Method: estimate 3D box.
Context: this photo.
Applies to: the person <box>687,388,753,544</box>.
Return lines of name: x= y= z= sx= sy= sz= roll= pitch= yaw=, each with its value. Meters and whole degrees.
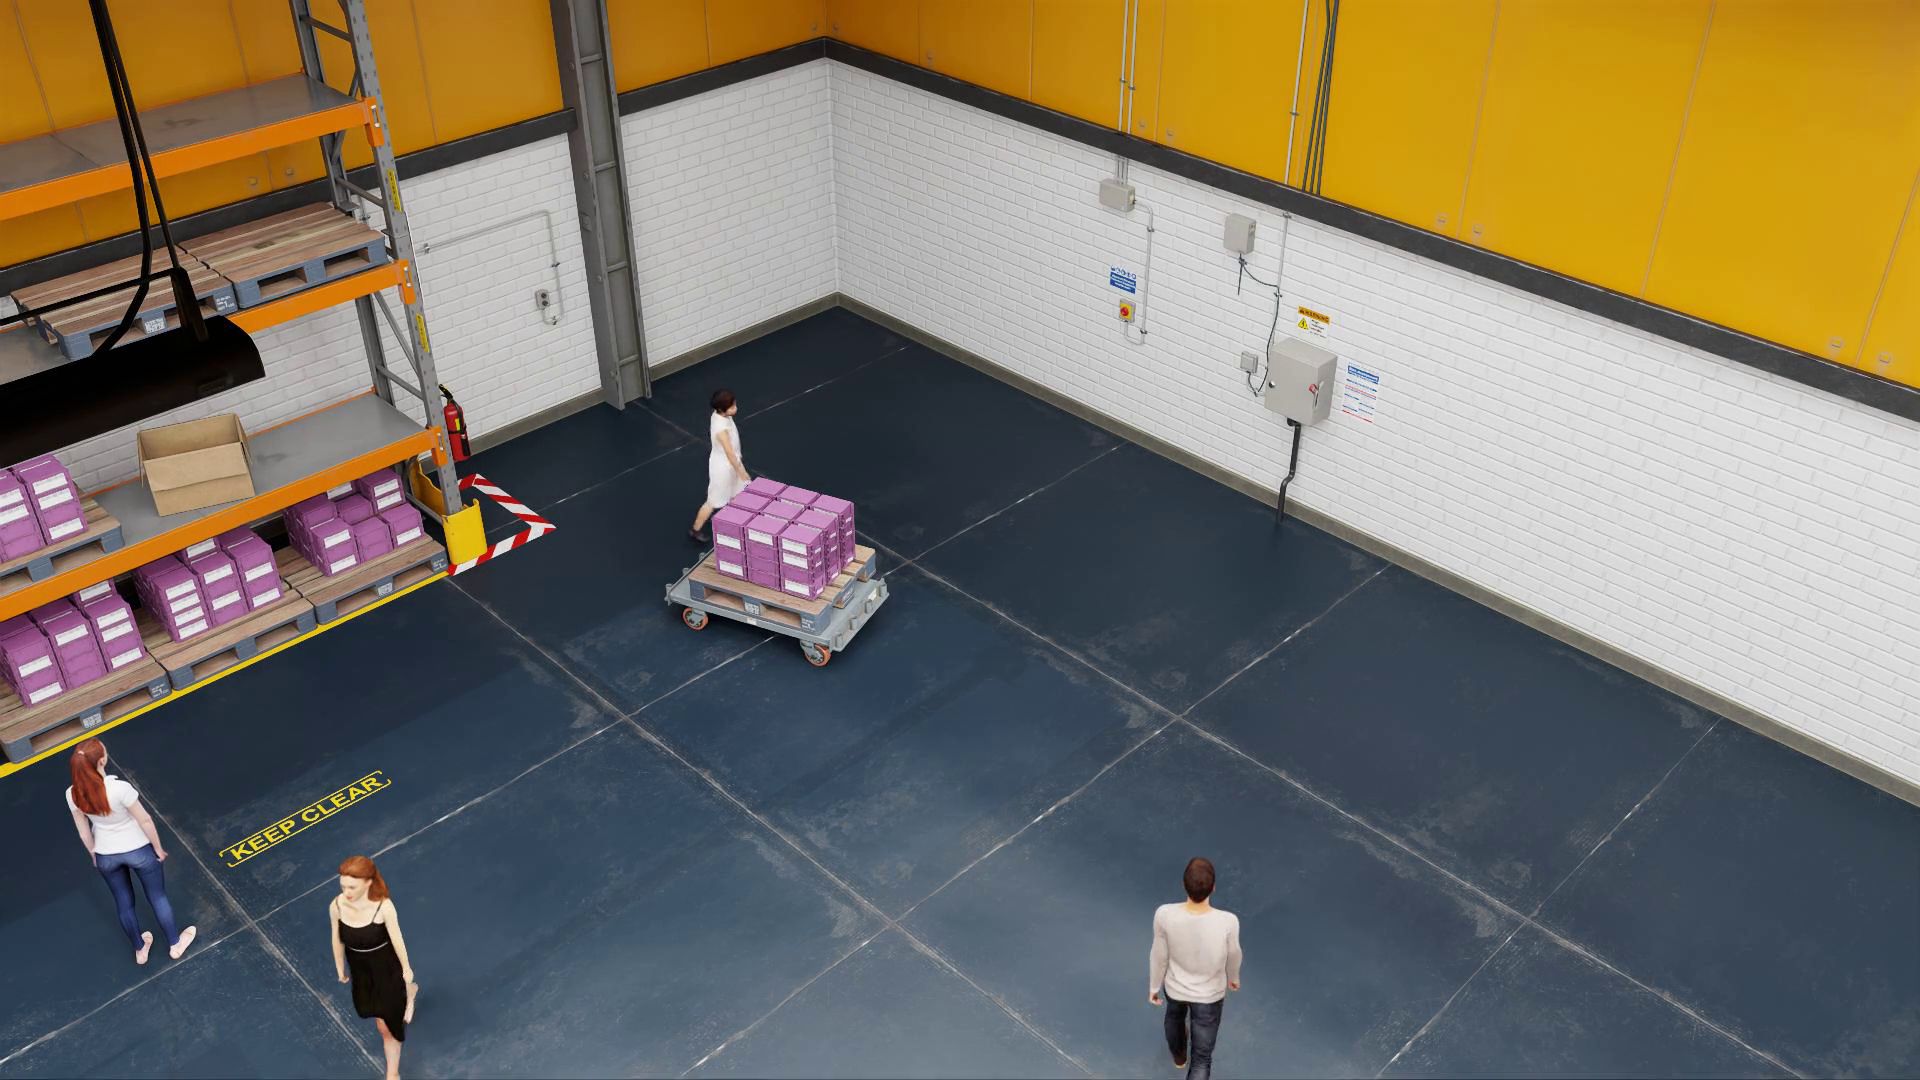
person: x=-2.101 y=-0.589 z=14.346 sx=1.078 sy=1.510 sz=0.932 roll=-8 pitch=34 yaw=-12

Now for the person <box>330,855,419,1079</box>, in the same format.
person: x=-3.378 y=2.436 z=9.718 sx=0.951 sy=1.595 sz=1.099 roll=6 pitch=34 yaw=9

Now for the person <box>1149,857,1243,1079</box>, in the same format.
person: x=1.302 y=2.581 z=9.284 sx=1.047 sy=1.833 sz=1.293 roll=10 pitch=35 yaw=14

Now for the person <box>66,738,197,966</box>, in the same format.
person: x=-5.195 y=1.942 z=10.331 sx=0.642 sy=1.738 sz=0.724 roll=-5 pitch=34 yaw=-7
